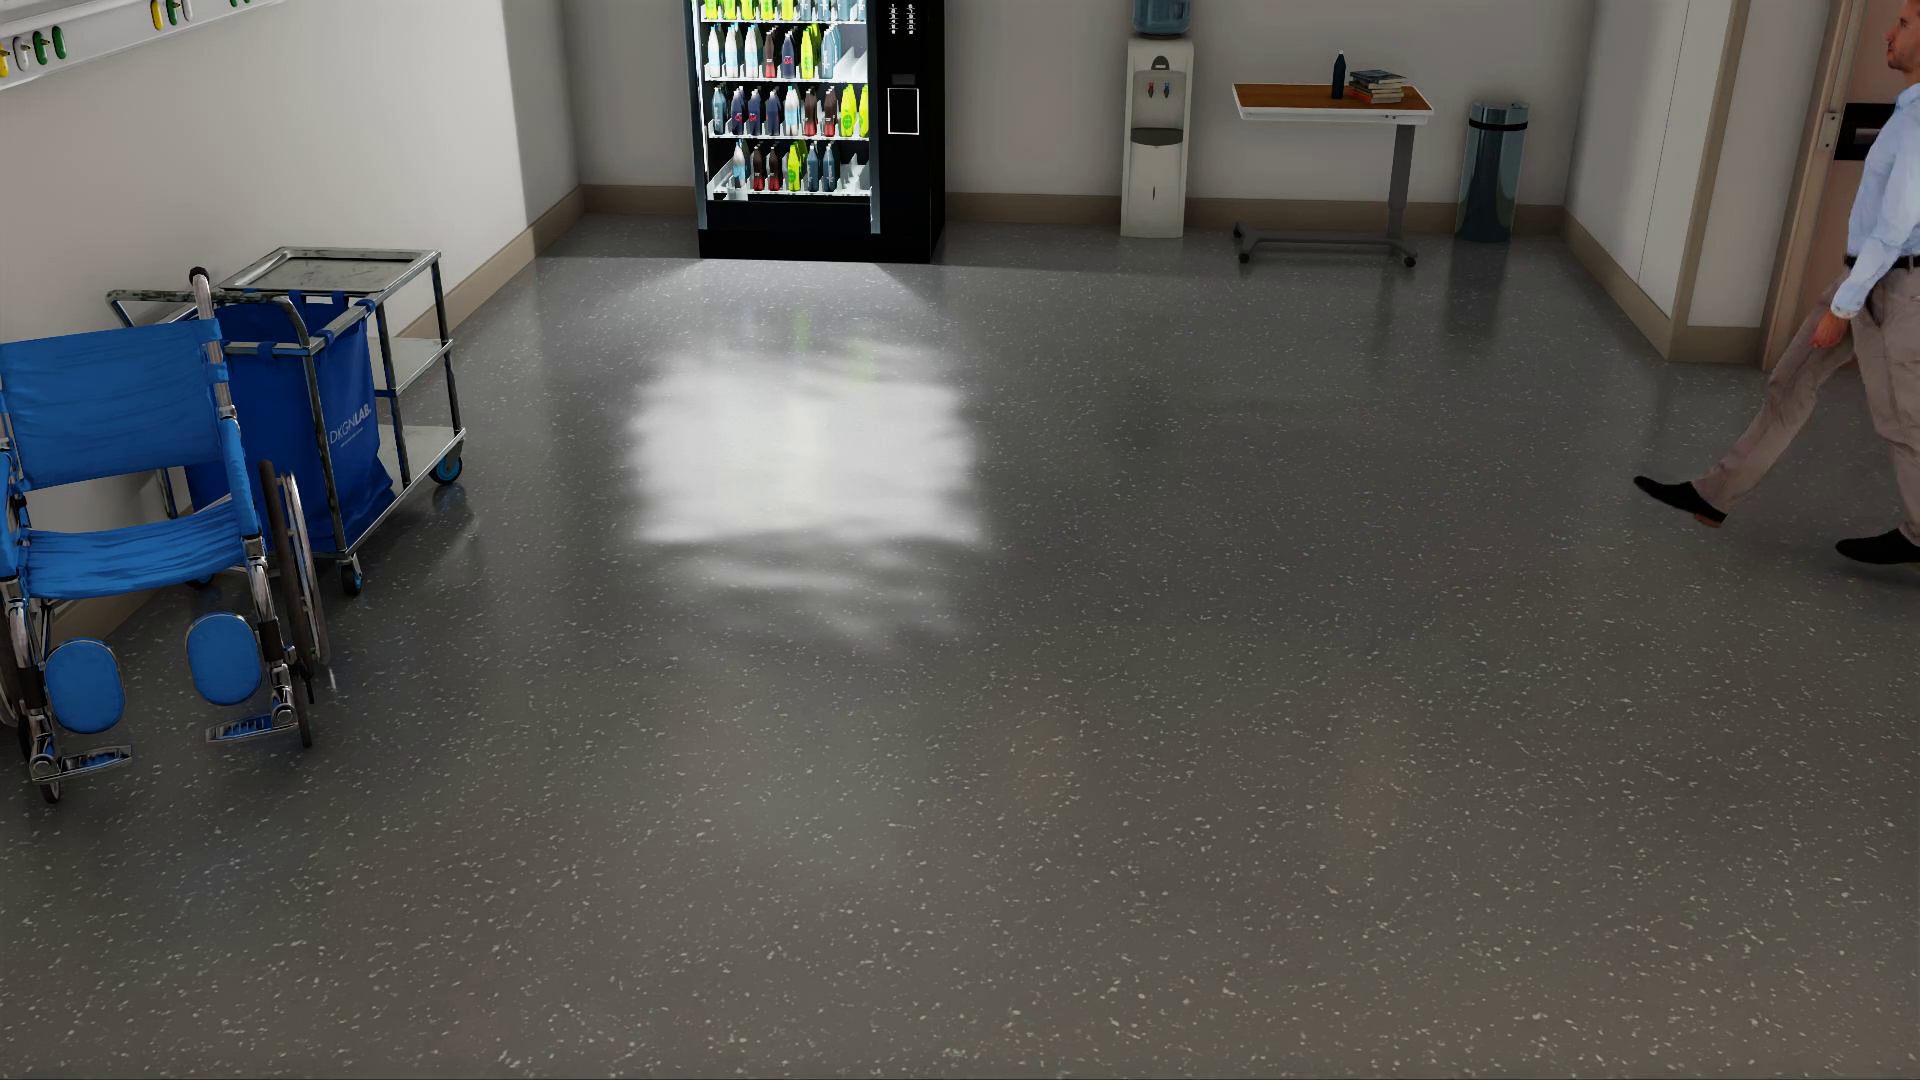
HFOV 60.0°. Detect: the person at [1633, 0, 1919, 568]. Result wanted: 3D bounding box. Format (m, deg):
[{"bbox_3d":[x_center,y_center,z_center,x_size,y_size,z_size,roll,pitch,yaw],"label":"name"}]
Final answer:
[{"bbox_3d":[2.899,-0.716,5.075,1.276,1.796,0.932,11,28,22],"label":"person"}]
